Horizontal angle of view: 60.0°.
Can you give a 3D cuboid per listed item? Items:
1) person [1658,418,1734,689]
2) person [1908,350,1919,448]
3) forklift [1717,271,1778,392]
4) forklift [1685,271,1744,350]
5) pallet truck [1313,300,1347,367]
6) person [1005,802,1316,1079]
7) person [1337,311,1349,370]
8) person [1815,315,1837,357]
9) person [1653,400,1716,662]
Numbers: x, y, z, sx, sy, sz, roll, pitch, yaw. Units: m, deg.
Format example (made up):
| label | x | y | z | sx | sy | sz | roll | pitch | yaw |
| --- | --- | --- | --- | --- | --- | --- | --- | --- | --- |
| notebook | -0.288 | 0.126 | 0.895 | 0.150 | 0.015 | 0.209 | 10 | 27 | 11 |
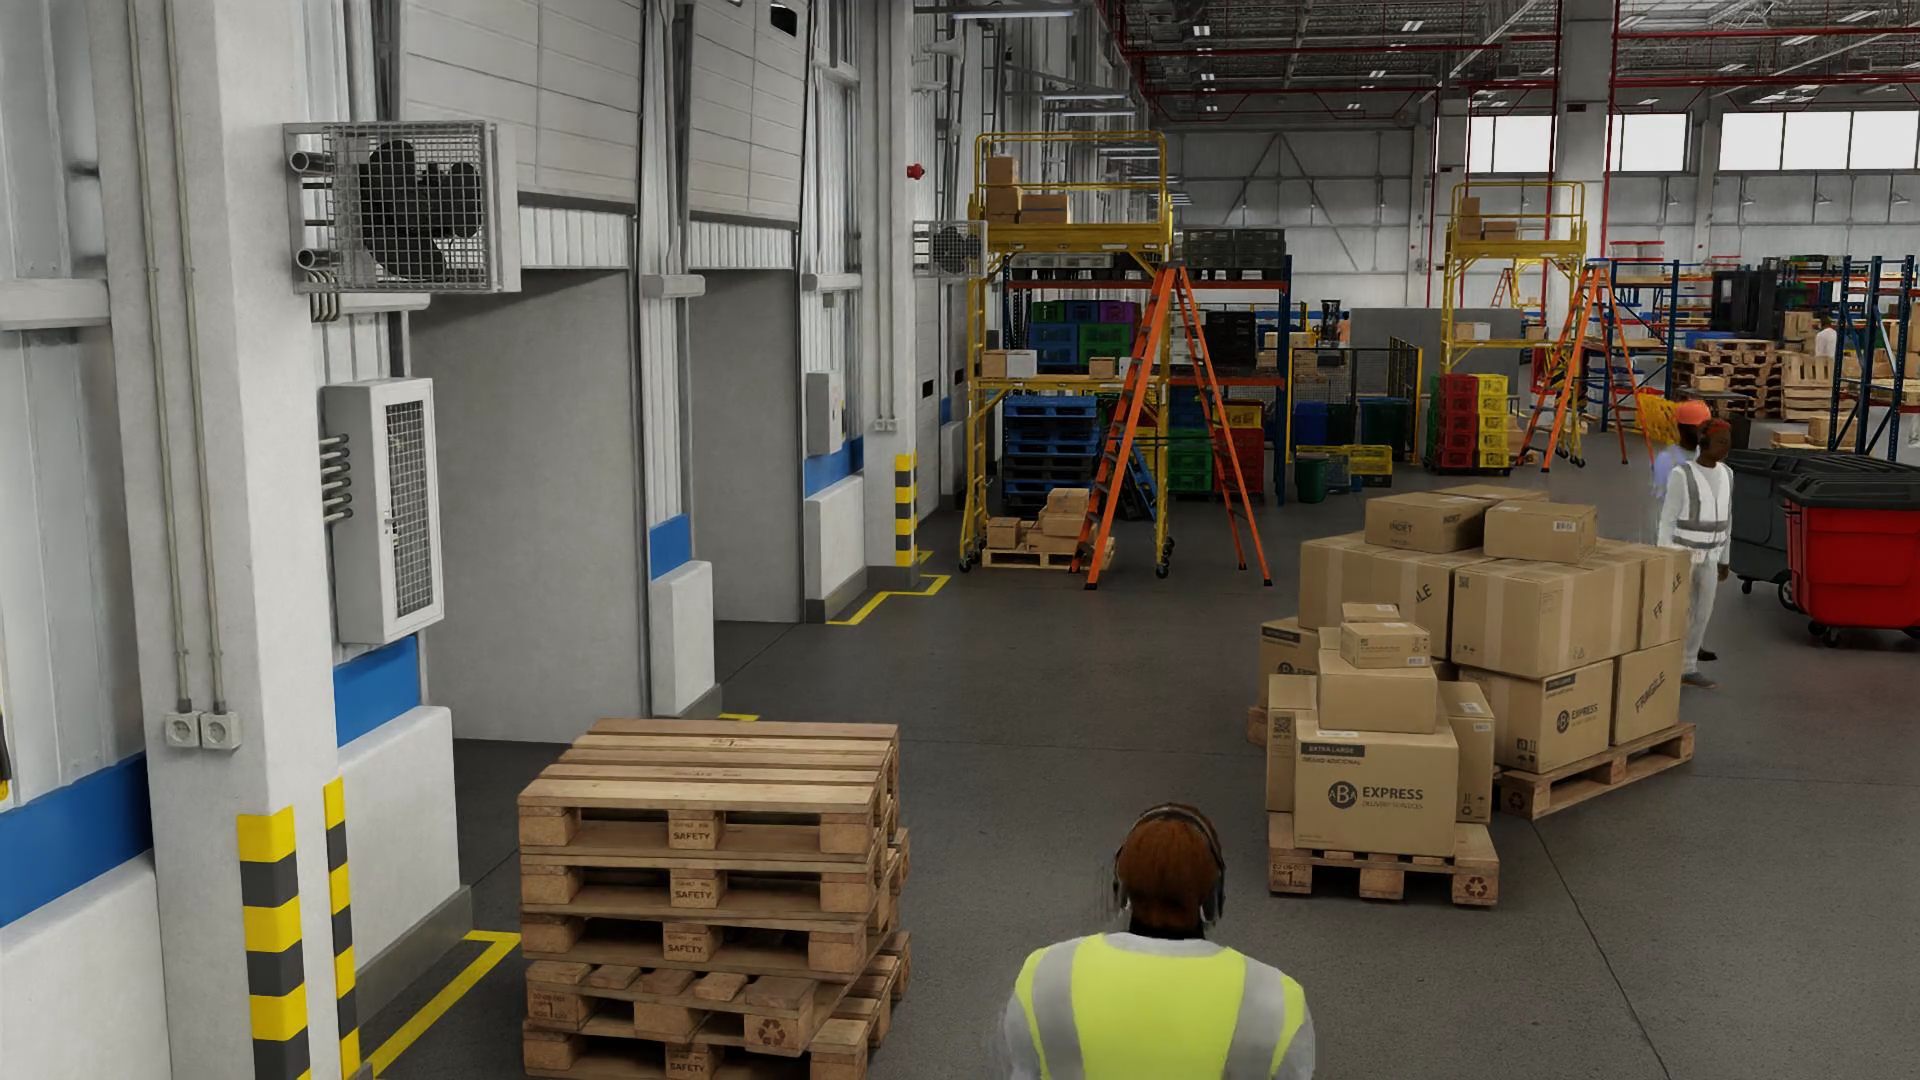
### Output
| label | x | y | z | sx | sy | sz | roll | pitch | yaw |
| --- | --- | --- | --- | --- | --- | --- | --- | --- | --- |
| person | 4.911 | 0.121 | 11.174 | 0.666 | 1.873 | 0.363 | -3 | 10 | -20 |
| person | 15.506 | -2.341 | 26.738 | 0.325 | 1.736 | 0.487 | 5 | 10 | 27 |
| forklift | 18.501 | -4.836 | 38.592 | 1.873 | 2.768 | 1.129 | 0 | 9 | 3 |
| forklift | 21.947 | -6.322 | 47.760 | 1.873 | 2.768 | 1.129 | -3 | 10 | -19 |
| pallet truck | 11.159 | -6.200 | 49.718 | 0.823 | 1.965 | 1.885 | 4 | 10 | 26 |
| person | 0.397 | 1.415 | 3.401 | 0.634 | 1.798 | 0.964 | 2 | 9 | 14 |
| person | 11.065 | -5.722 | 47.690 | 0.533 | 1.698 | 0.322 | -1 | 9 | -6 |
| person | 17.657 | -3.621 | 34.001 | 0.633 | 1.939 | 0.362 | -6 | 11 | -35 |
| person | 5.289 | -0.099 | 12.356 | 0.545 | 1.917 | 0.817 | -6 | 11 | -33 |
